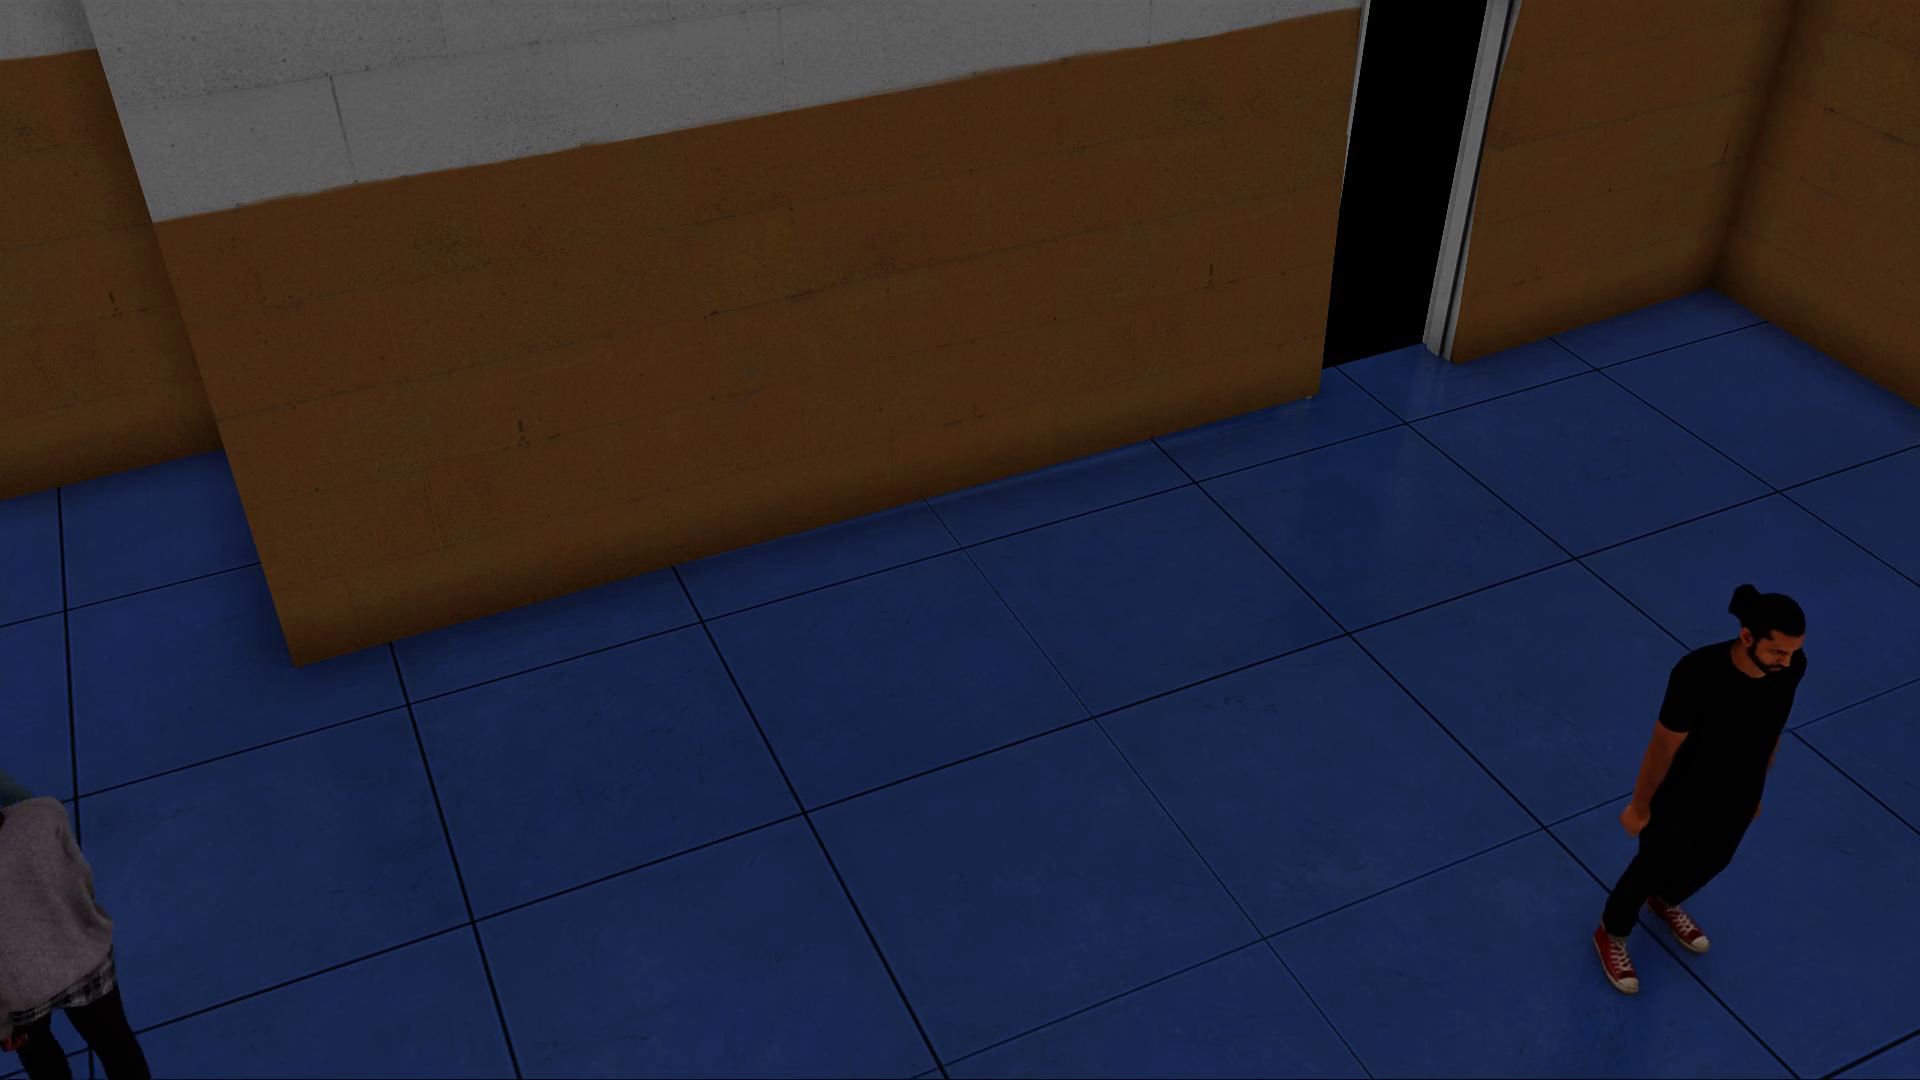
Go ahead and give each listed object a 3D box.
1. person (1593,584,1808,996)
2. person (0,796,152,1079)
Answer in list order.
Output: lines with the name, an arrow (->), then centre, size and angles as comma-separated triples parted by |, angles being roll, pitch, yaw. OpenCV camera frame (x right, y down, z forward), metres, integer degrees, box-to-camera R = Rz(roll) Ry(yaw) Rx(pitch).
person -> 2.512, 0.827, 5.641 | 0.733, 1.747, 0.667 | -10, 38, -13
person -> -2.669, 1.325, 4.970 | 0.866, 1.756, 0.782 | 26, 44, 31
